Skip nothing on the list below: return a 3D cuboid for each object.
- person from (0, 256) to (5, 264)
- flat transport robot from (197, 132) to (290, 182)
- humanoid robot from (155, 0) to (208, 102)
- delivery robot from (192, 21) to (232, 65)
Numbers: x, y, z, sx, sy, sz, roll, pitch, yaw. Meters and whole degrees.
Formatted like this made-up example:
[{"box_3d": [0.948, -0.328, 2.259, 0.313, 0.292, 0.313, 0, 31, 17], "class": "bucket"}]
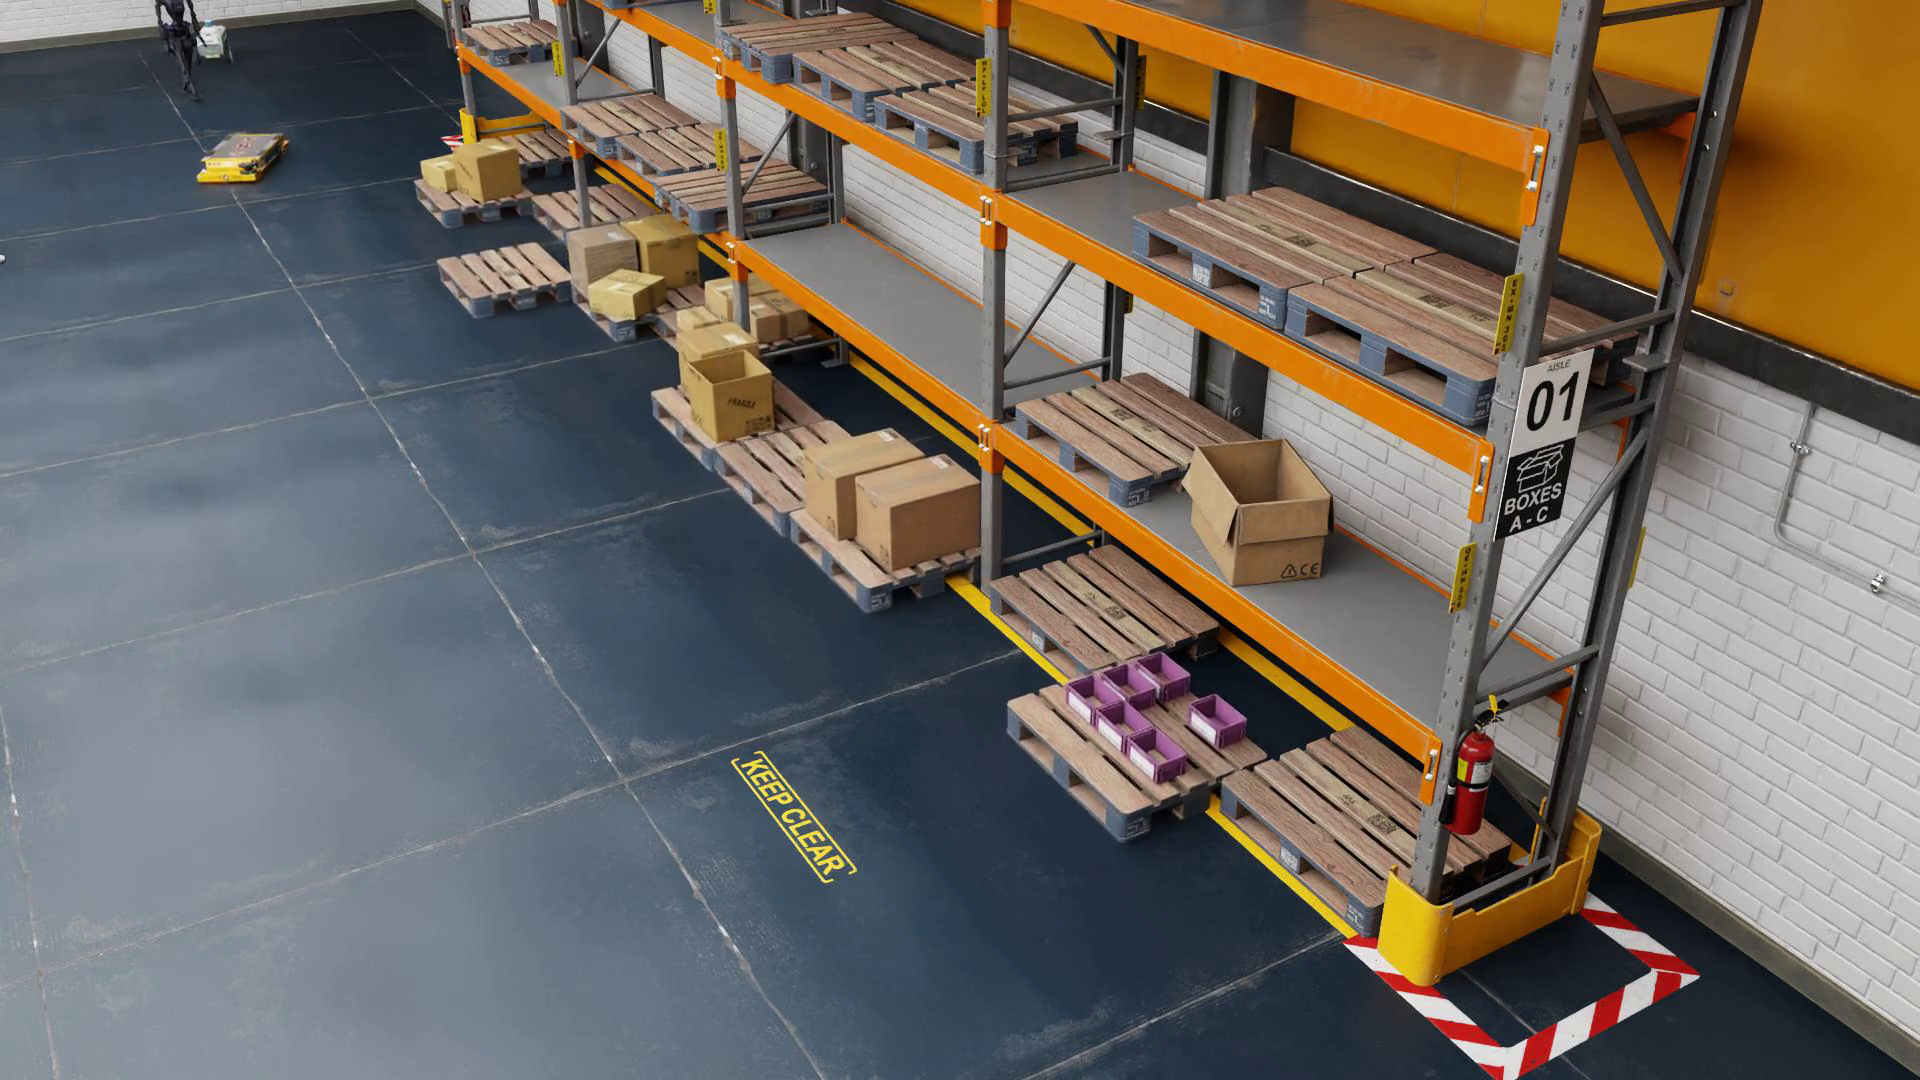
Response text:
[{"box_3d": [-9.862, -3.502, 16.358, 0.465, 1.706, 0.368, -6, 30, -11], "class": "person"}, {"box_3d": [-8.441, -4.519, 19.609, 0.659, 0.231, 1.431, -2, 30, -4], "class": "flat transport robot"}, {"box_3d": [-10.304, -6.658, 22.009, 0.783, 1.624, 0.594, 19, 34, 30], "class": "humanoid robot"}, {"box_3d": [-10.804, -7.176, 24.029, 0.499, 0.613, 0.807, -8, 30, -13], "class": "delivery robot"}]
